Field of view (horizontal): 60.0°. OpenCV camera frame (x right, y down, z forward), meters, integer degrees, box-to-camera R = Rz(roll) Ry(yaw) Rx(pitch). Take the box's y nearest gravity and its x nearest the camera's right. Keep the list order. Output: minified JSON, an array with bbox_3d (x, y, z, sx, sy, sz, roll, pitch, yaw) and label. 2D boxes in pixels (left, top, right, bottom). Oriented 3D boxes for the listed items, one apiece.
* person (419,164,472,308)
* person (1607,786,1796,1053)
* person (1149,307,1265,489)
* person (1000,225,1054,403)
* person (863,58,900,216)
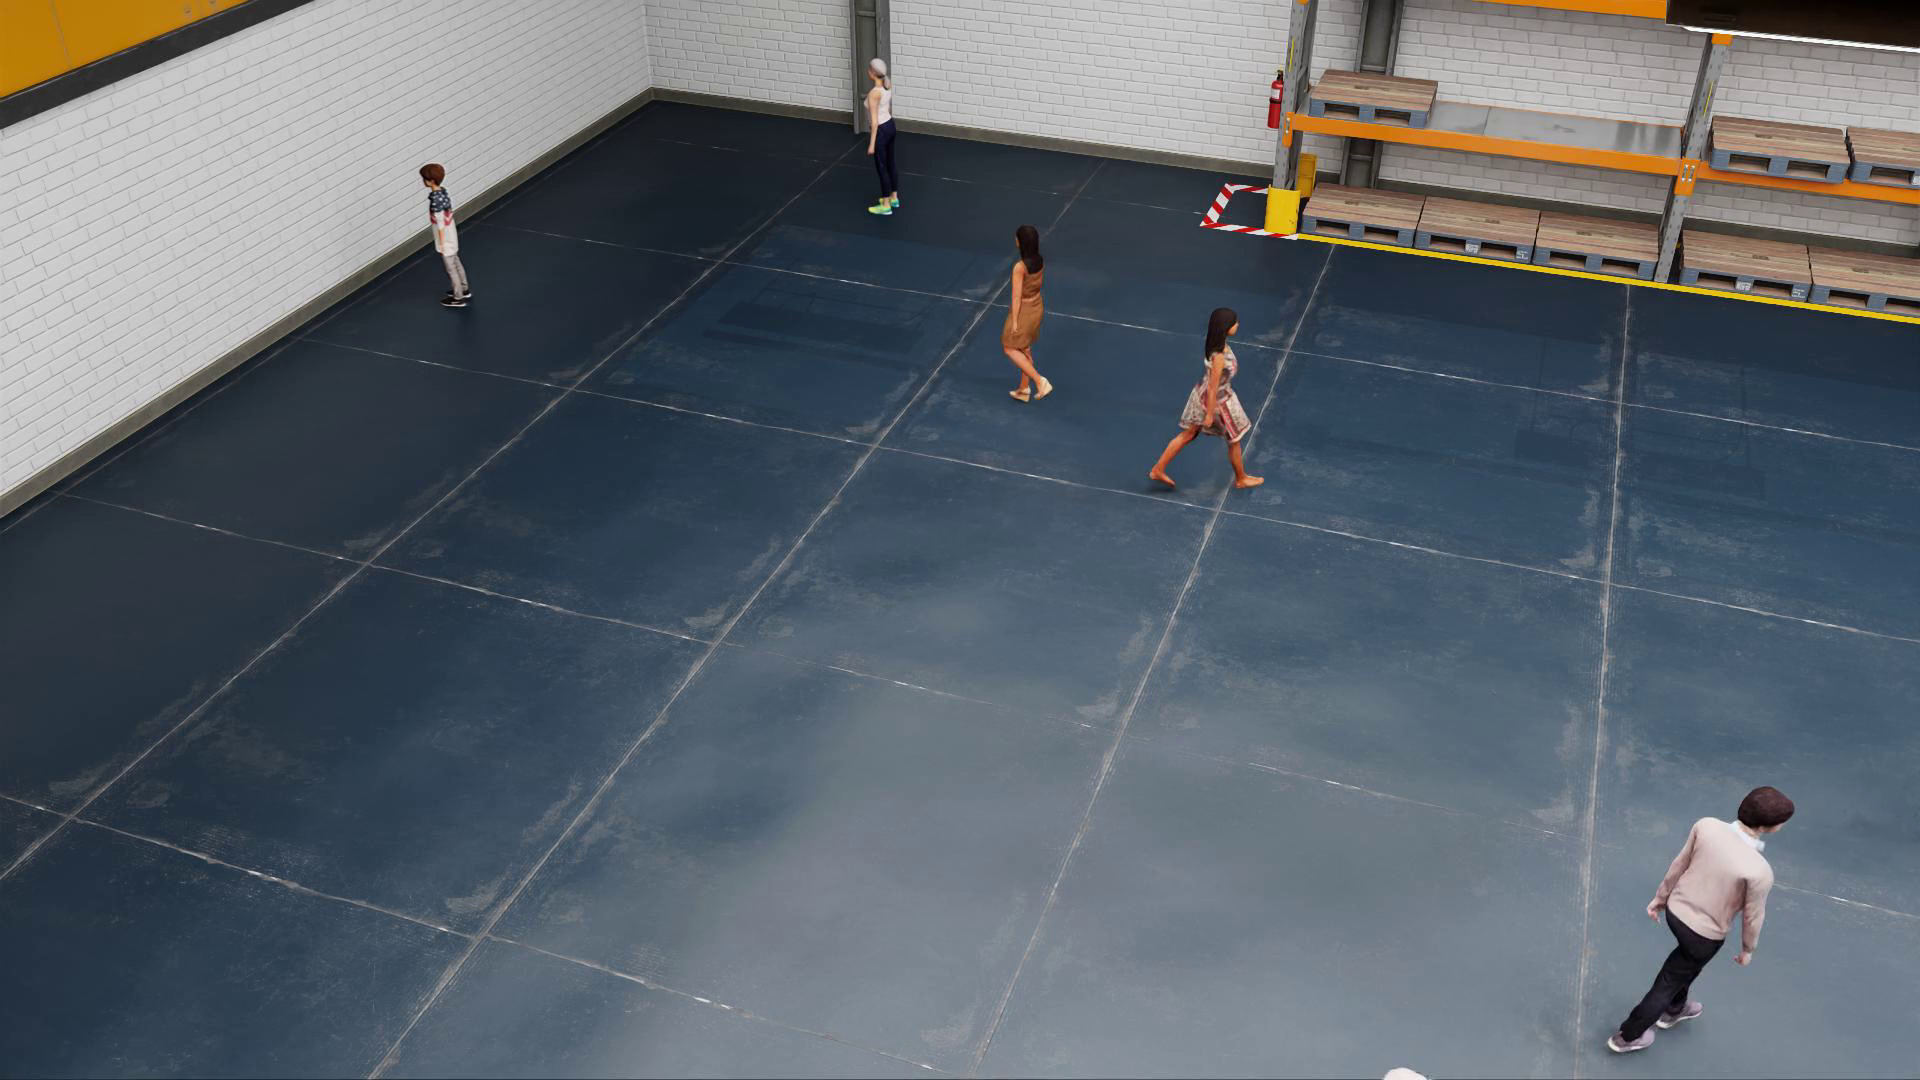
[{"bbox_3d":[-5.039,-2.996,16.294,0.591,1.438,0.575,-3,34,-4],"label":"person"},{"bbox_3d":[3.712,1.978,8.515,0.995,1.766,0.913,-15,37,-22],"label":"person"},{"bbox_3d":[1.924,-1.076,13.262,1.248,1.597,0.912,-1,34,-2],"label":"person"},{"bbox_3d":[0.627,-1.910,14.445,0.764,1.675,0.653,19,38,26],"label":"person"},{"bbox_3d":[-0.844,-4.418,18.195,0.537,1.702,0.612,13,36,19],"label":"person"}]
